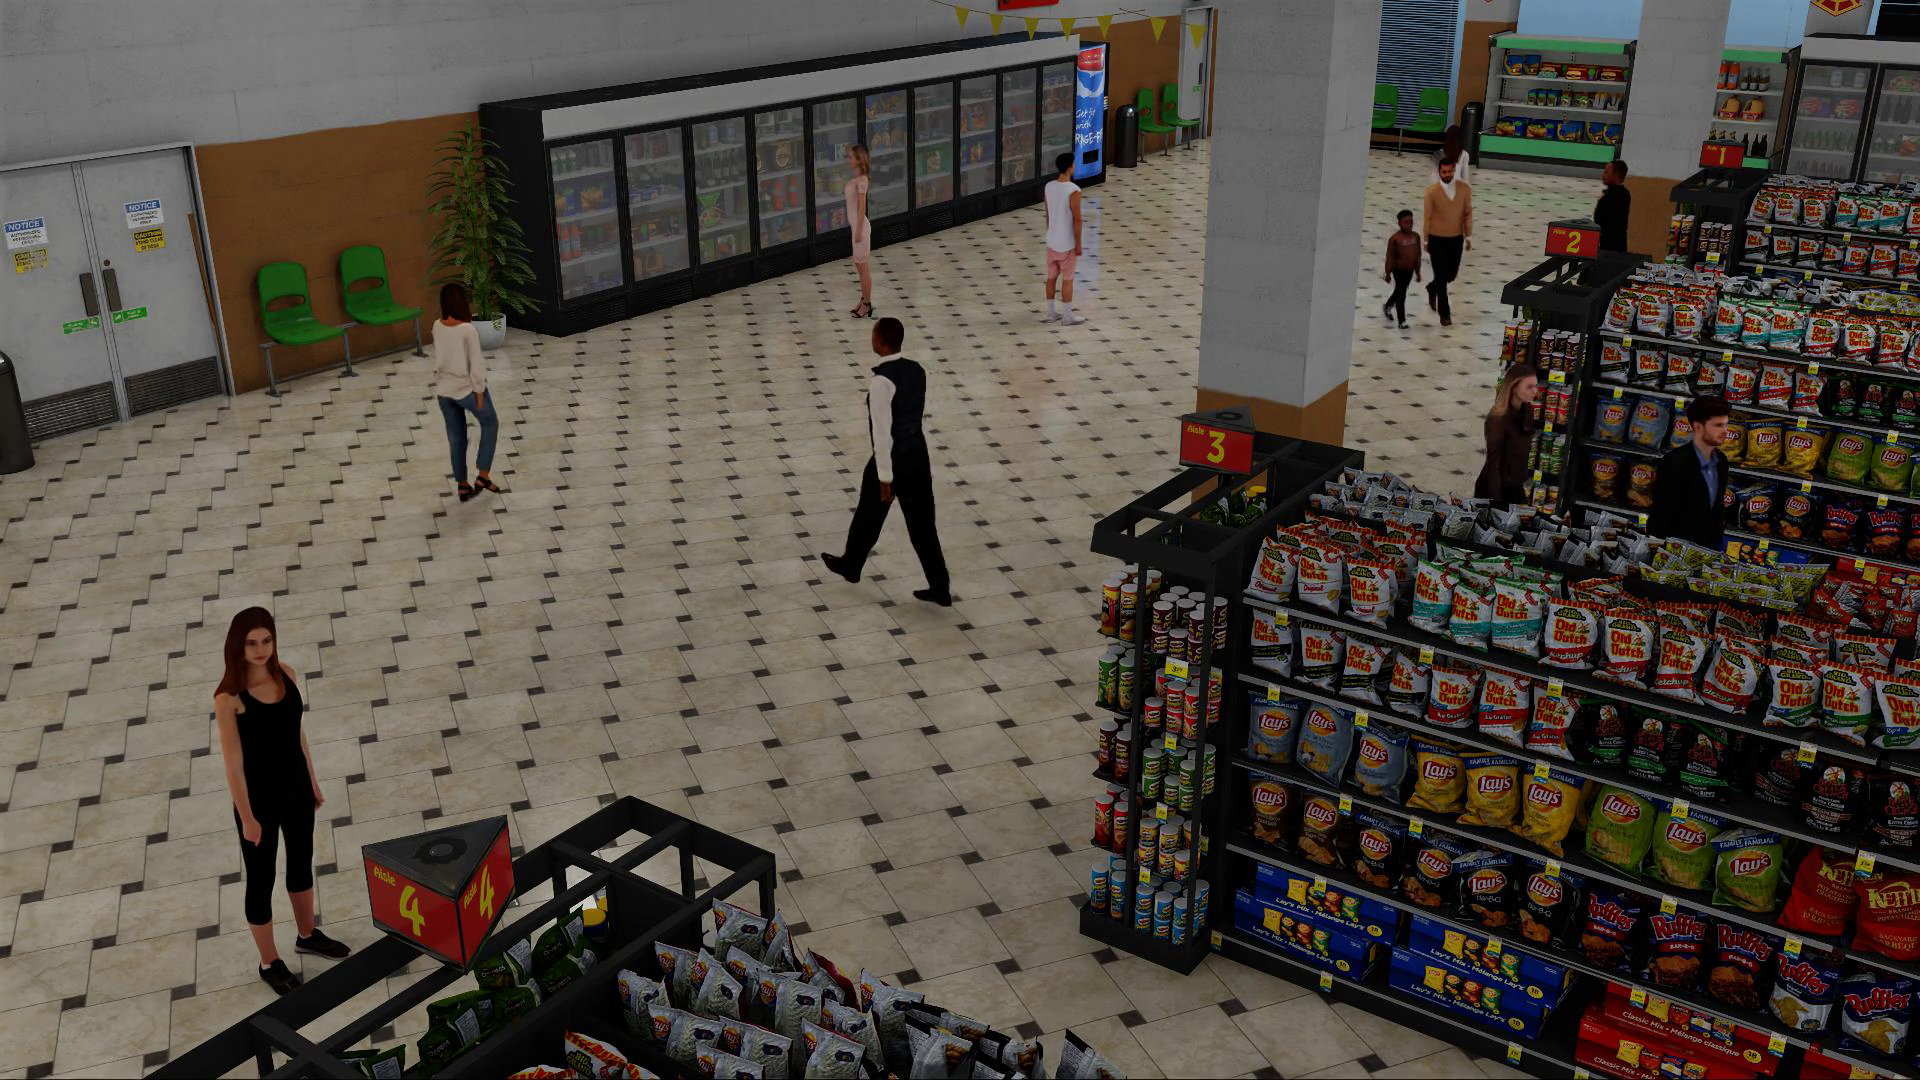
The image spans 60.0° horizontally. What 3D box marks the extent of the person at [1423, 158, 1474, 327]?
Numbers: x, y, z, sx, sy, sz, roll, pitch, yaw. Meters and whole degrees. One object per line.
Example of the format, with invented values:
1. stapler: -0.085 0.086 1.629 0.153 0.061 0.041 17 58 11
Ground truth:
1. person: 5.126 -3.178 17.621 1.142 1.719 1.171 -4 22 -10

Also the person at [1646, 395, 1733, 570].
1. person: 3.950 0.069 9.317 0.806 1.885 0.792 -14 26 -31

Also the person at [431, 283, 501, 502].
1. person: -3.784 -1.080 12.460 0.615 1.673 0.741 8 23 20

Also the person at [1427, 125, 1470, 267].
1. person: 5.903 -4.165 20.118 0.632 1.688 0.742 2 22 6

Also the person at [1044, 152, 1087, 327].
1. person: 1.068 -3.163 17.489 0.747 1.788 0.592 -19 29 -39

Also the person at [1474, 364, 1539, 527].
1. person: 3.356 -0.324 10.559 0.703 1.688 0.670 -18 28 -37

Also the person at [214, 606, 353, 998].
1. person: -2.904 1.076 7.028 0.558 1.723 0.598 11 24 25

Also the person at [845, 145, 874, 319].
1. person: -1.056 -3.297 17.766 0.697 1.831 0.639 -3 22 -8

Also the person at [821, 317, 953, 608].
1. person: -0.318 -0.443 10.627 1.288 1.858 0.749 16 27 35

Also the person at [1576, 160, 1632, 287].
1. person: 6.491 -2.773 16.412 1.285 1.869 0.830 11 24 25

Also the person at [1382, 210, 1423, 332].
1. person: 4.617 -2.842 17.433 0.841 1.235 0.965 -8 23 -18
